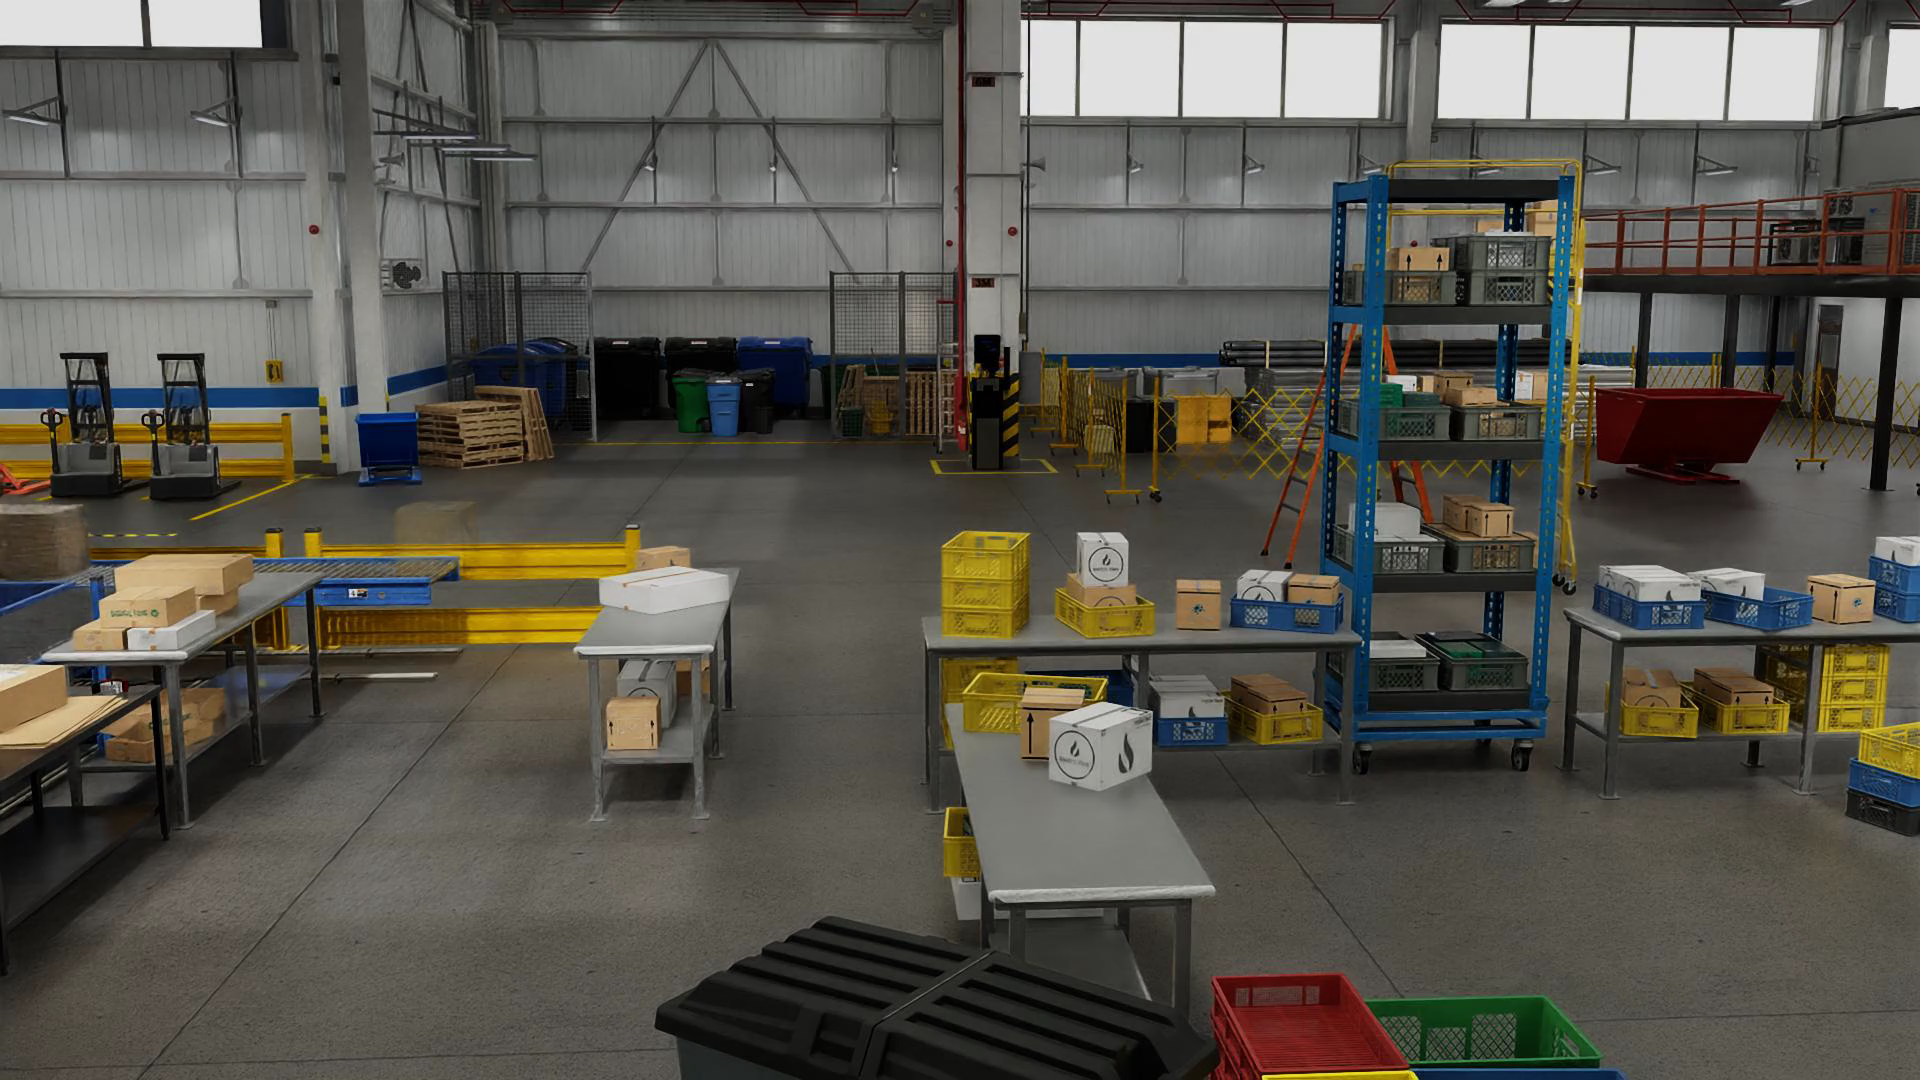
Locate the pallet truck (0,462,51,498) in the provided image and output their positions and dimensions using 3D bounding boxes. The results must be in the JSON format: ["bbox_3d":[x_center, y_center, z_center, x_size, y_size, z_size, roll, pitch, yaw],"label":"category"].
[{"bbox_3d":[-13.193,-1.293,23.148,0.653,1.274,1.630,-1,9,-4],"label":"pallet truck"}]

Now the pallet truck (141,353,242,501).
[{"bbox_3d":[-10.520,-1.604,22.925,0.823,1.965,1.885,-1,9,-6],"label":"pallet truck"}]

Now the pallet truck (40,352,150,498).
[{"bbox_3d":[-11.907,-1.642,23.165,0.823,1.965,1.885,0,9,0],"label":"pallet truck"}]
